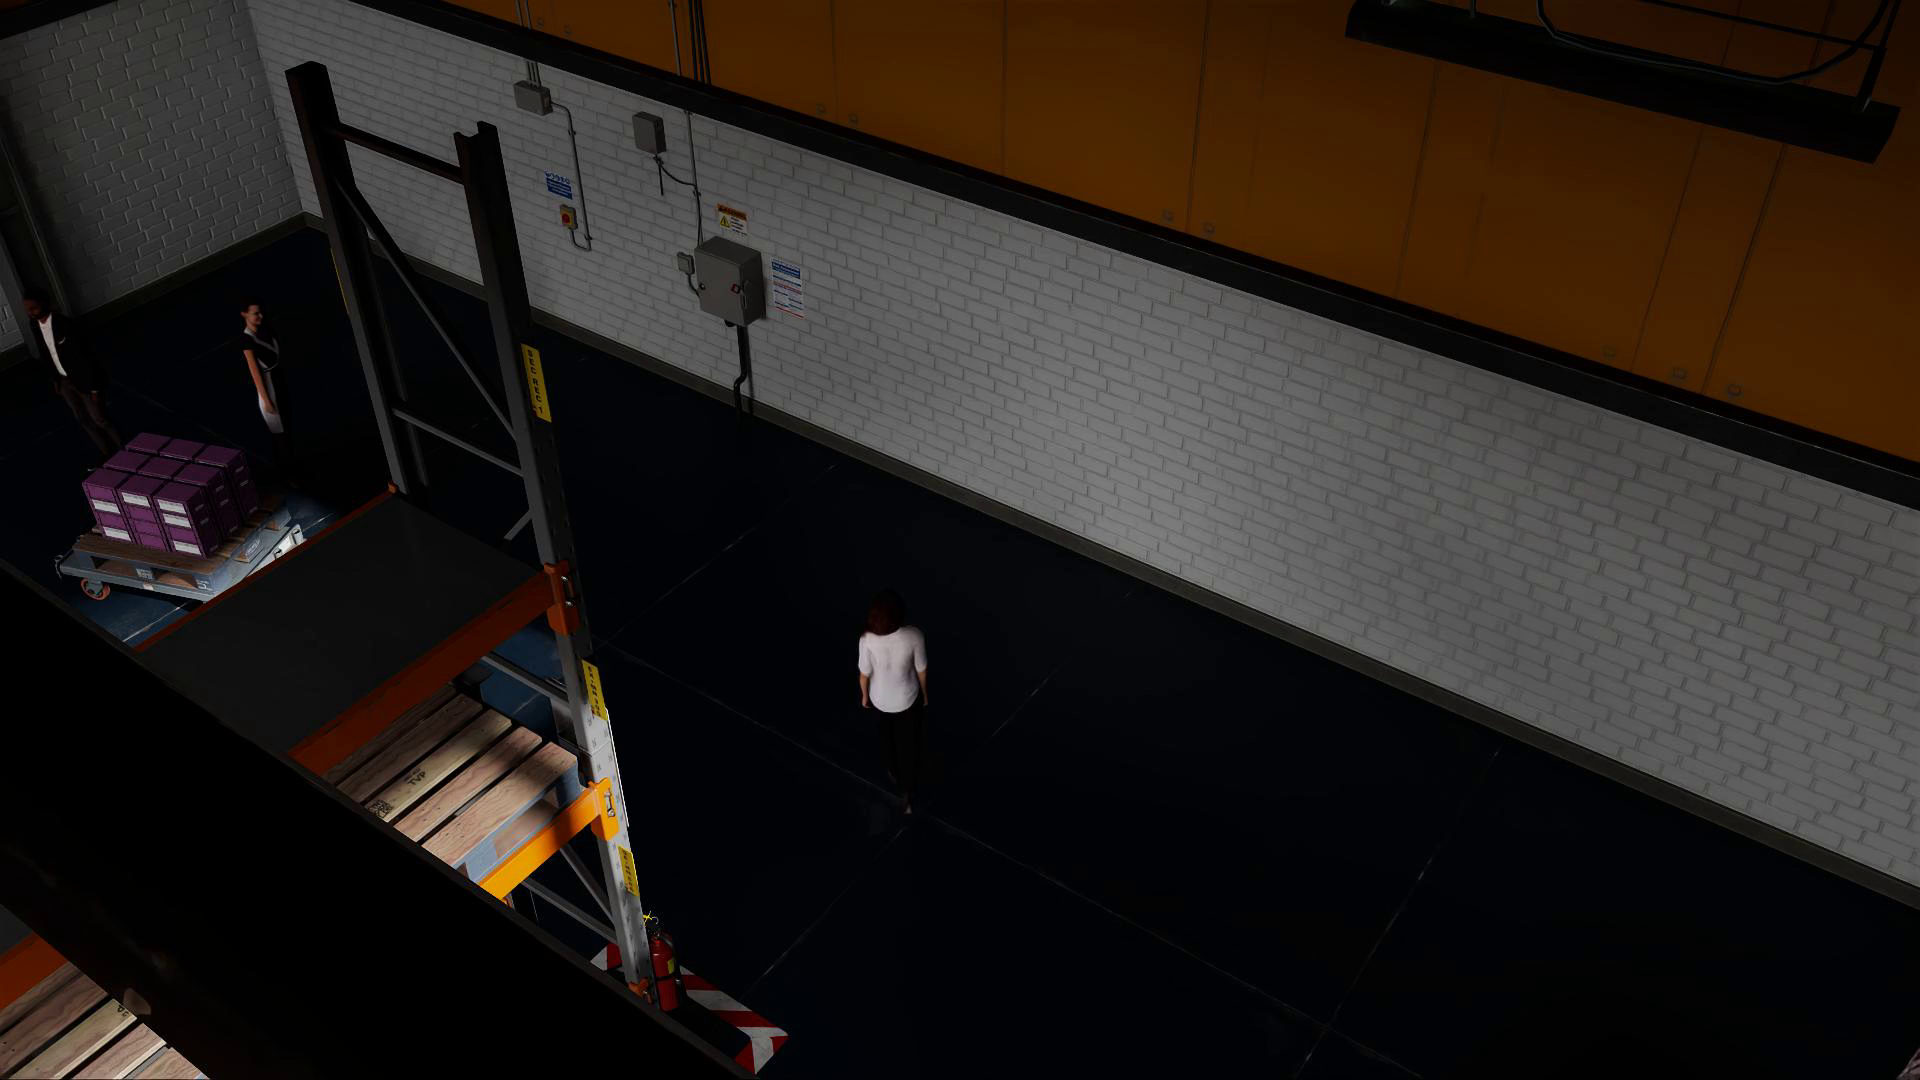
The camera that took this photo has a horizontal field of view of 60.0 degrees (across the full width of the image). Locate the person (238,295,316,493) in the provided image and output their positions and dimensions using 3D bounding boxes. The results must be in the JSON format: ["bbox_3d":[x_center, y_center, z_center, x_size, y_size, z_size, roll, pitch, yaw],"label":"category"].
[{"bbox_3d":[-5.628,-1.201,13.618,0.709,1.795,0.623,-2,39,-2],"label":"person"}]

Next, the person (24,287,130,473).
[{"bbox_3d":[-7.283,-1.325,13.777,0.726,1.791,0.658,14,41,17],"label":"person"}]

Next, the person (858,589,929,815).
[{"bbox_3d":[-0.423,1.097,10.753,0.903,1.779,0.997,-2,39,-3],"label":"person"}]
